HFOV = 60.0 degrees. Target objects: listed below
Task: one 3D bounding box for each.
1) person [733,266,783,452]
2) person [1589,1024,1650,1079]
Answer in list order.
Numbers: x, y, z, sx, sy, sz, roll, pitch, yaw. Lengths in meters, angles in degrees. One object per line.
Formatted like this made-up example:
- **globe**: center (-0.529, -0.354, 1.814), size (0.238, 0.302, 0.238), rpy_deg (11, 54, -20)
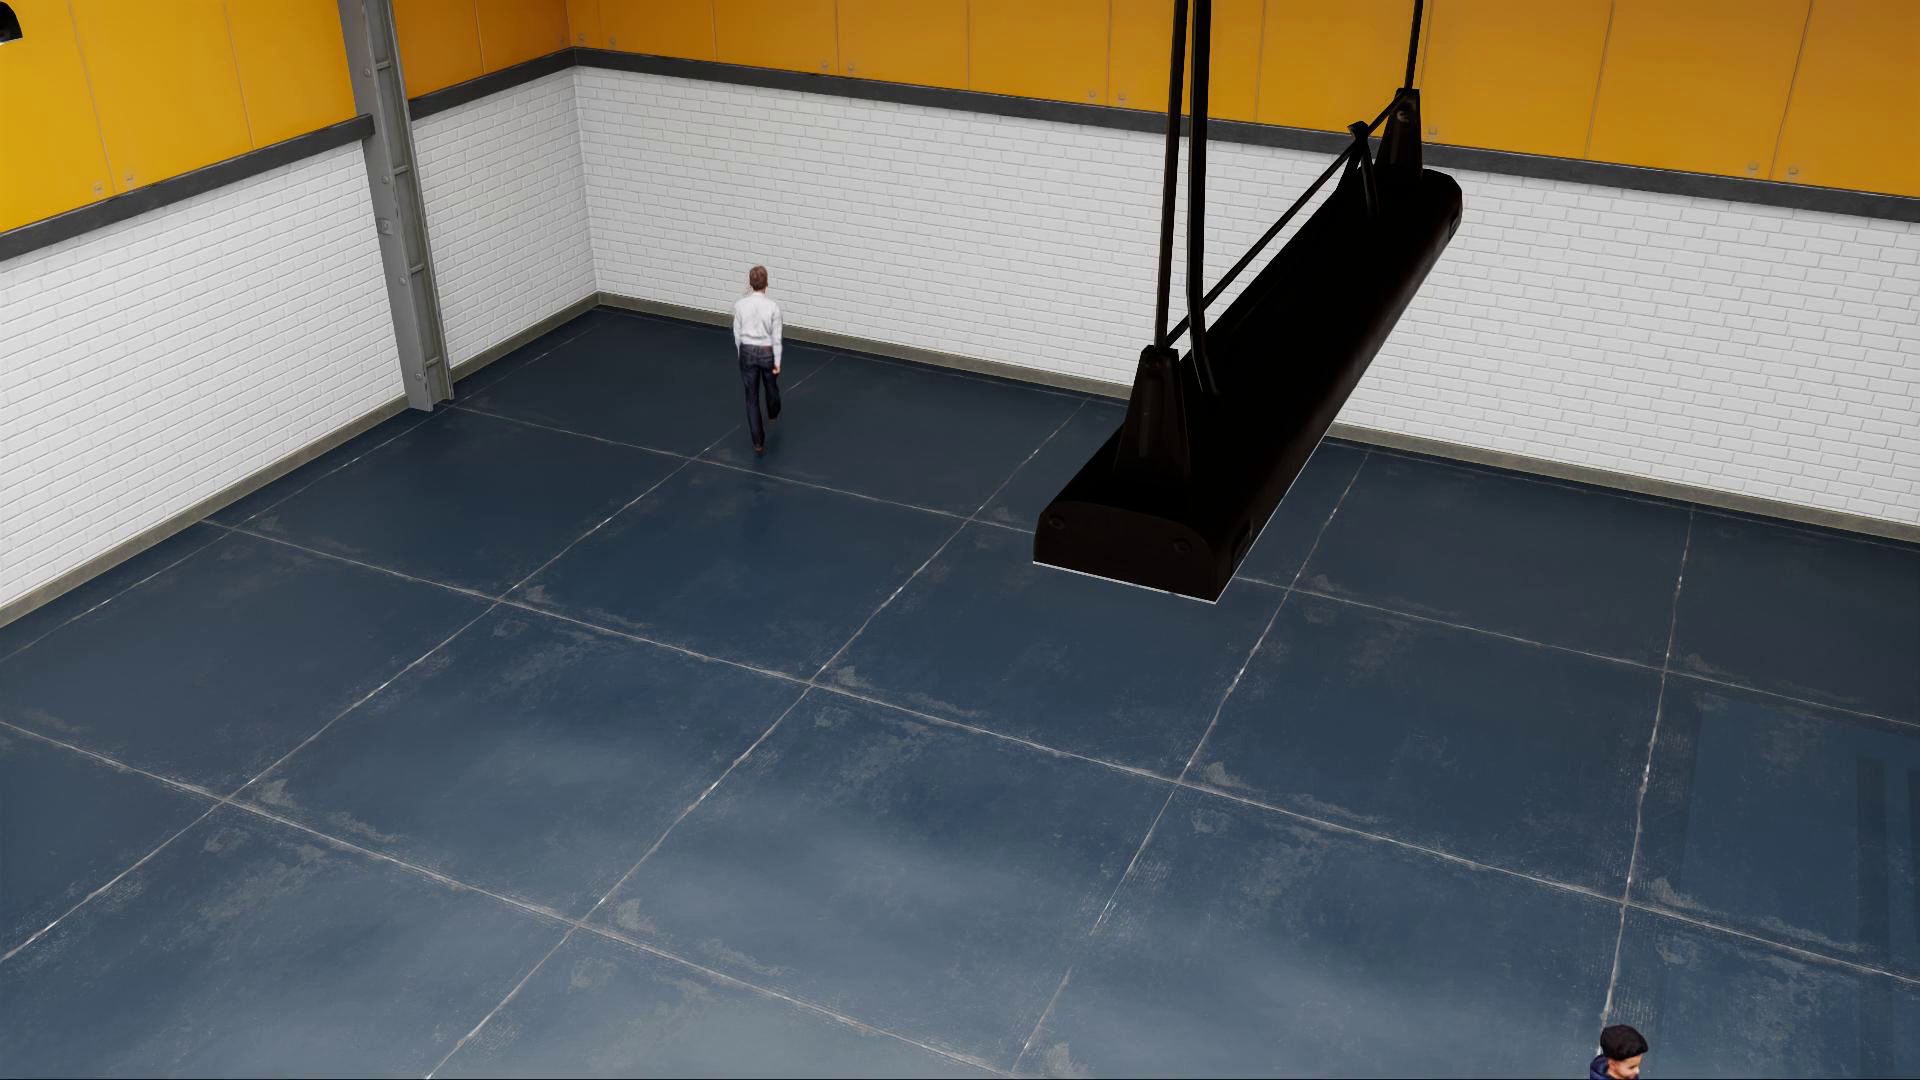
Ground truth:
- **person**: center (-1.983, -1.738, 16.249), size (1.023, 1.758, 1.312), rpy_deg (-1, 29, -1)
- **person**: center (3.183, 2.918, 8.328), size (0.672, 1.171, 0.717), rpy_deg (-20, 34, -32)
